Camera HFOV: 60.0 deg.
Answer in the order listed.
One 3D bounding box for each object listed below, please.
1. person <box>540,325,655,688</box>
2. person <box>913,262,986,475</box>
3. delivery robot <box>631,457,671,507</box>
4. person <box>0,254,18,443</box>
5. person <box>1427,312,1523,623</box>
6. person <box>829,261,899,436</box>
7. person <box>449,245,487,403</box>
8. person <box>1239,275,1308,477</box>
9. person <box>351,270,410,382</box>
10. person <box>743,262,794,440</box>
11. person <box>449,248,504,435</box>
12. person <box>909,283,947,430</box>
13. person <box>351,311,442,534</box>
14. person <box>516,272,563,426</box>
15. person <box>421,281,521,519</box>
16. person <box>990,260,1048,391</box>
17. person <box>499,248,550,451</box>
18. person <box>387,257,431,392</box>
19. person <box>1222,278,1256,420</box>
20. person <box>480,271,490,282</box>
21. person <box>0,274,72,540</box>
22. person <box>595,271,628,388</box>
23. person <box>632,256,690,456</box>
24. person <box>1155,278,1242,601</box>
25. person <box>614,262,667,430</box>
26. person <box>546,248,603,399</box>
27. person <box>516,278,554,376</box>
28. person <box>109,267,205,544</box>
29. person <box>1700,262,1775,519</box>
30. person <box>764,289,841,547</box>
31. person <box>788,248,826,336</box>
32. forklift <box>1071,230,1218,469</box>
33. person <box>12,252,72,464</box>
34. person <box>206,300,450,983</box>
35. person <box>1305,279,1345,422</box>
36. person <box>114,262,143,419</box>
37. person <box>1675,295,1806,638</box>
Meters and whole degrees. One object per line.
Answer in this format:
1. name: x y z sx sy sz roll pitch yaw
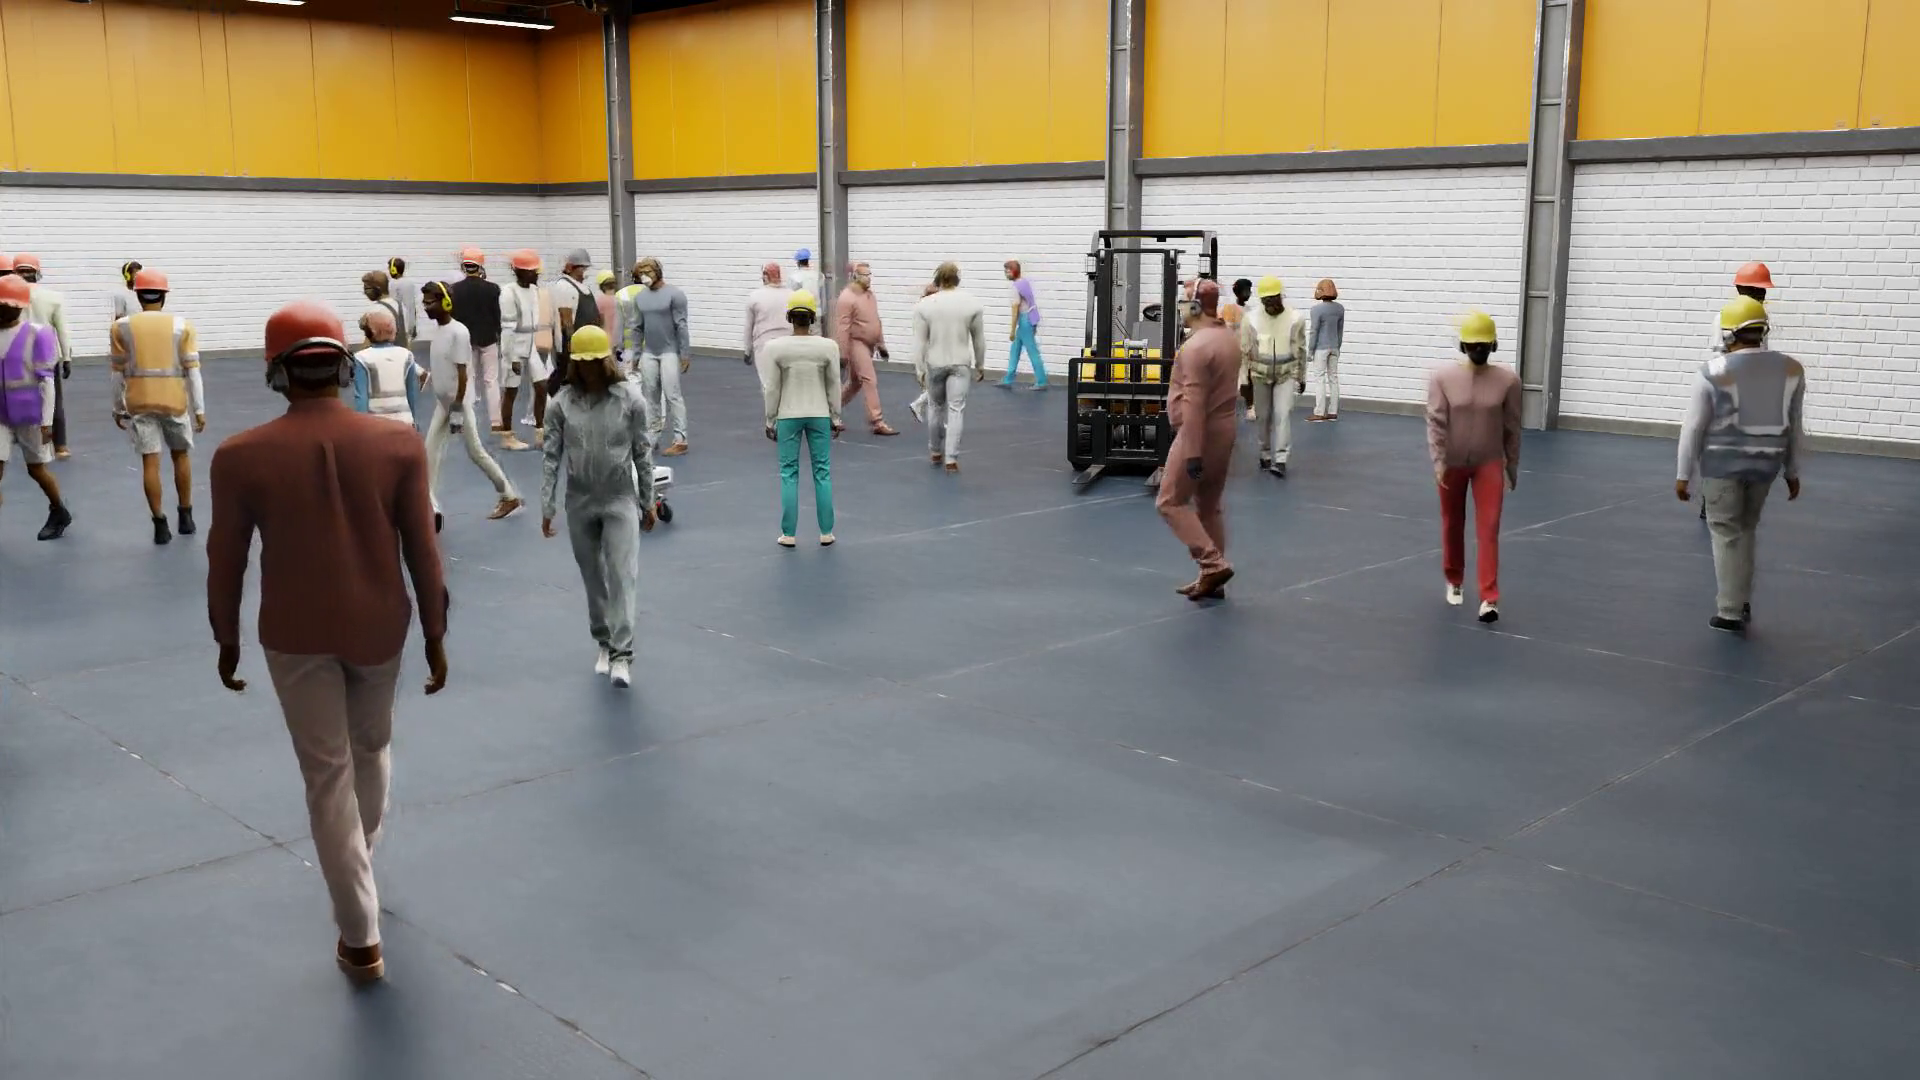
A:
1. person: -1.718 -0.146 7.834 0.514 1.700 0.855 -1 10 -4
2. person: -0.094 -1.571 15.134 0.648 1.877 1.032 1 10 3
3. delivery robot: -2.509 -0.445 12.367 0.707 0.478 0.477 5 11 24
4. person: -9.784 -1.964 17.135 0.355 1.938 0.545 -3 11 -18
5. person: 2.869 -0.414 9.306 0.513 1.710 0.953 3 11 14
6. person: -1.103 -2.069 17.924 0.958 1.870 0.656 4 11 22
7. person: -6.206 -2.710 21.002 0.608 2.009 0.610 1 10 3
8. person: 2.780 -1.454 14.768 0.617 1.776 0.909 2 11 11
9. person: -5.230 -1.559 15.257 0.623 1.813 0.525 2 11 10
10. person: -1.938 -1.986 17.499 0.625 1.860 0.939 -6 12 -28
11. person: -5.159 -2.117 17.808 0.609 1.996 0.379 0 10 -2
12. person: -0.315 -2.019 18.290 0.456 1.626 0.517 3 11 16
13. person: -4.022 -0.820 11.808 0.808 1.599 0.519 8 13 38
14. person: -4.664 -2.141 18.306 0.588 1.874 0.993 -10 14 -43
15. person: -3.730 -1.002 12.282 0.525 1.812 1.012 10 14 44
16. person: 0.798 -2.921 22.773 0.893 1.779 0.574 2 11 8
17. person: -4.260 -1.844 16.313 0.742 1.997 0.612 5 11 24
18. person: -7.412 -2.866 22.327 0.643 1.844 0.515 4 11 20
19. person: 3.144 -2.225 19.363 0.529 1.650 0.882 -9 14 -40
20. person: -8.716 -4.201 30.254 0.493 1.603 0.809 -1 10 -6
21. person: -6.434 -0.868 11.333 0.603 1.887 0.866 -2 11 -9
22. person: -4.108 -2.307 19.630 0.553 1.699 0.913 -5 11 -24
23. person: -2.916 -1.790 16.218 0.640 1.926 0.425 6 12 31
24. person: 1.386 -0.570 9.678 0.424 1.894 0.650 6 12 31
25. person: -3.464 -2.112 18.206 0.631 1.843 0.429 -3 11 -18
26. person: -4.418 -2.326 18.827 0.987 2.000 0.692 2 11 13
27. person: -5.858 -2.852 22.860 0.543 1.612 0.381 -6 12 -29
28. person: -5.647 -0.956 11.711 0.572 1.904 0.774 -5 11 -24
29. person: 5.834 -1.096 12.404 0.551 1.935 0.375 -6 12 -29
30. person: -1.080 -0.830 11.420 0.534 1.767 0.314 -2 11 -13
31. person: -2.267 -3.317 24.603 0.637 1.953 0.436 -6 12 -29
32. forklift: 1.804 -1.825 15.677 1.214 2.155 2.313 2 11 13
33. person: -8.742 -1.715 15.682 0.634 1.962 0.811 -6 12 -30
34. person: -1.915 0.259 5.007 0.638 1.930 1.040 -6 12 -31
35. person: 4.187 -2.170 19.089 0.499 1.633 0.285 -7 12 -32
36. person: -9.399 -2.278 19.184 0.966 1.820 0.508 1 10 3
37. person: 4.147 -0.400 8.941 0.629 1.810 0.575 -1 10 -3
